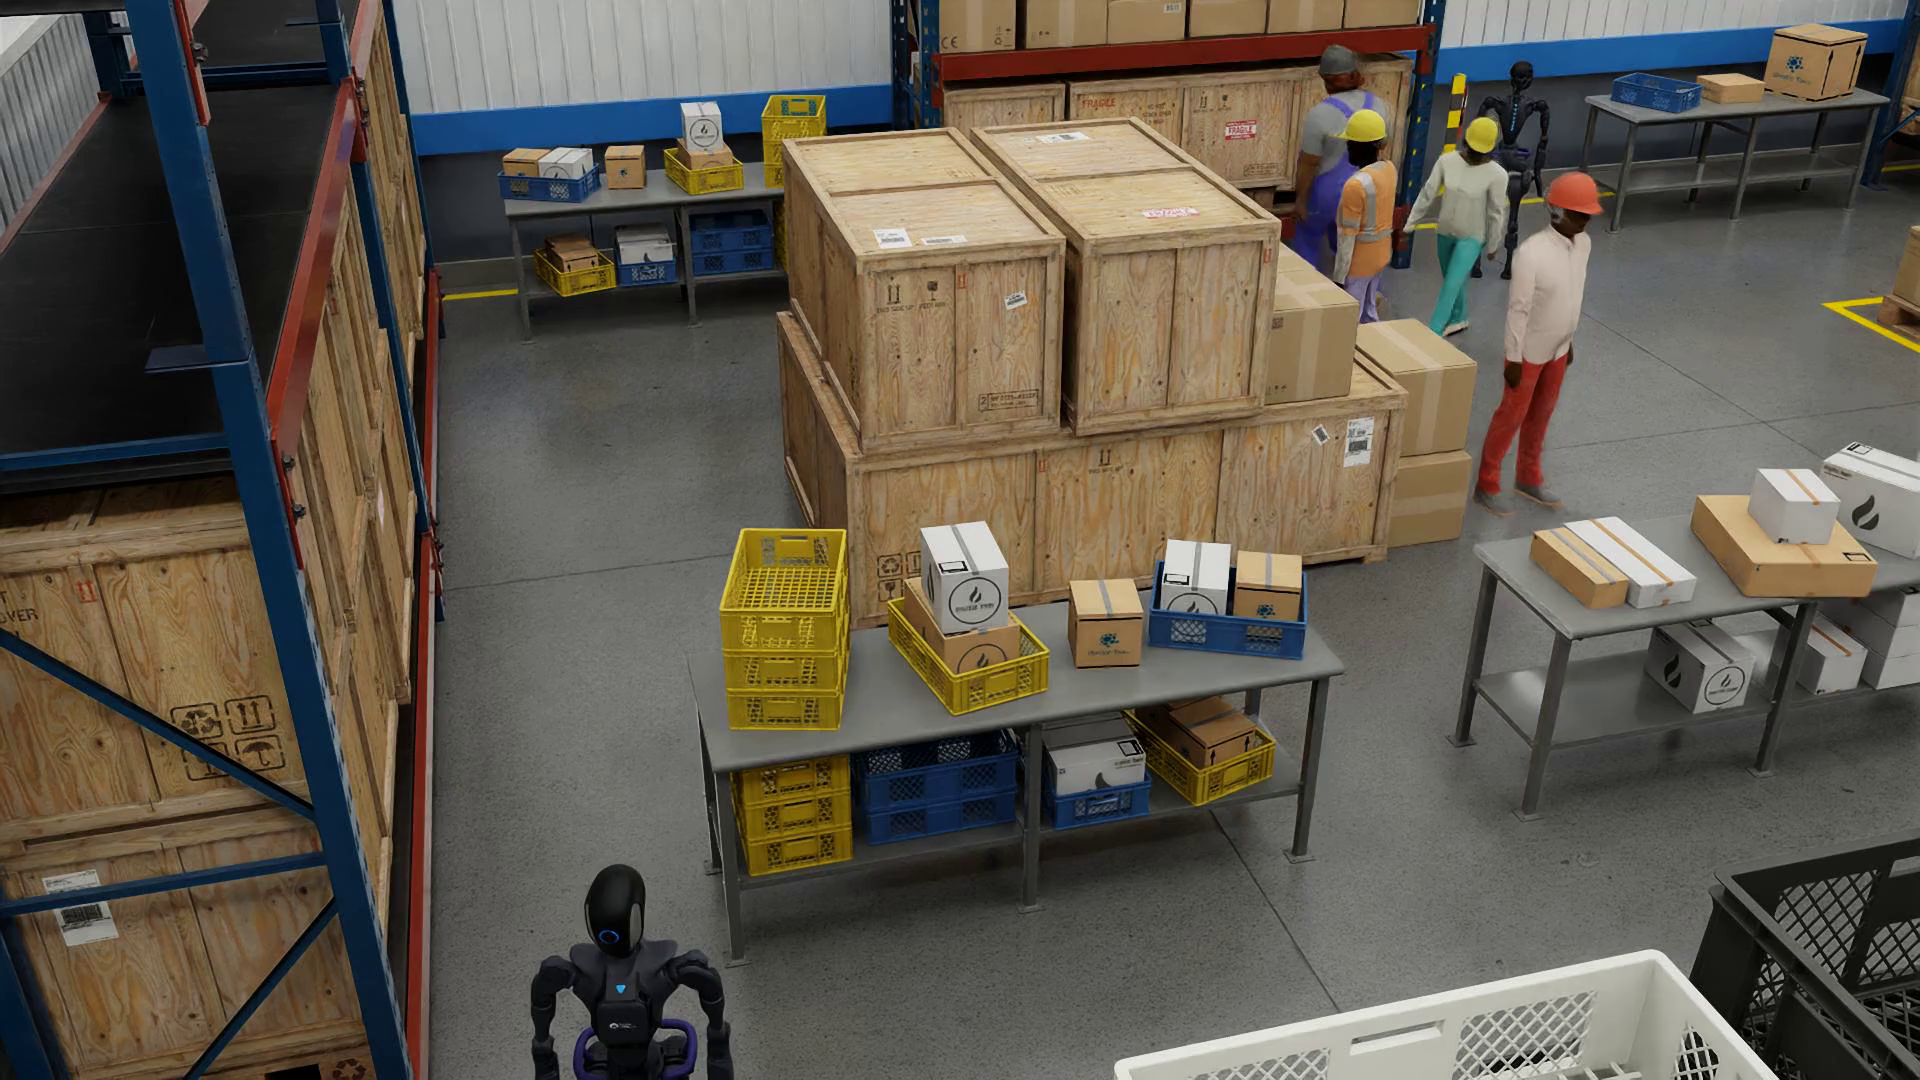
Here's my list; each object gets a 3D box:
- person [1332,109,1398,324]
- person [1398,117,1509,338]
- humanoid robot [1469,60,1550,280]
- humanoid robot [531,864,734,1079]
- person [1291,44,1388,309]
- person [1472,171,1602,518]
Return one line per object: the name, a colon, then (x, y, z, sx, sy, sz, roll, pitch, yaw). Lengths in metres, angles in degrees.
person: (2.536, -1.791, 10.665, 0.405, 1.918, 0.582, 19, 34, 31)
person: (3.400, -2.090, 11.418, 0.888, 1.697, 0.626, -25, 37, -37)
humanoid robot: (4.196, -2.851, 12.818, 0.611, 1.656, 0.320, 7, 30, 12)
humanoid robot: (-0.911, 1.610, 4.721, 0.586, 1.657, 0.331, -3, 29, -6)
person: (2.709, -2.504, 11.826, 0.712, 2.000, 0.789, -13, 32, -23)
person: (3.257, -1.080, 9.299, 0.616, 1.995, 0.399, -20, 35, -32)
